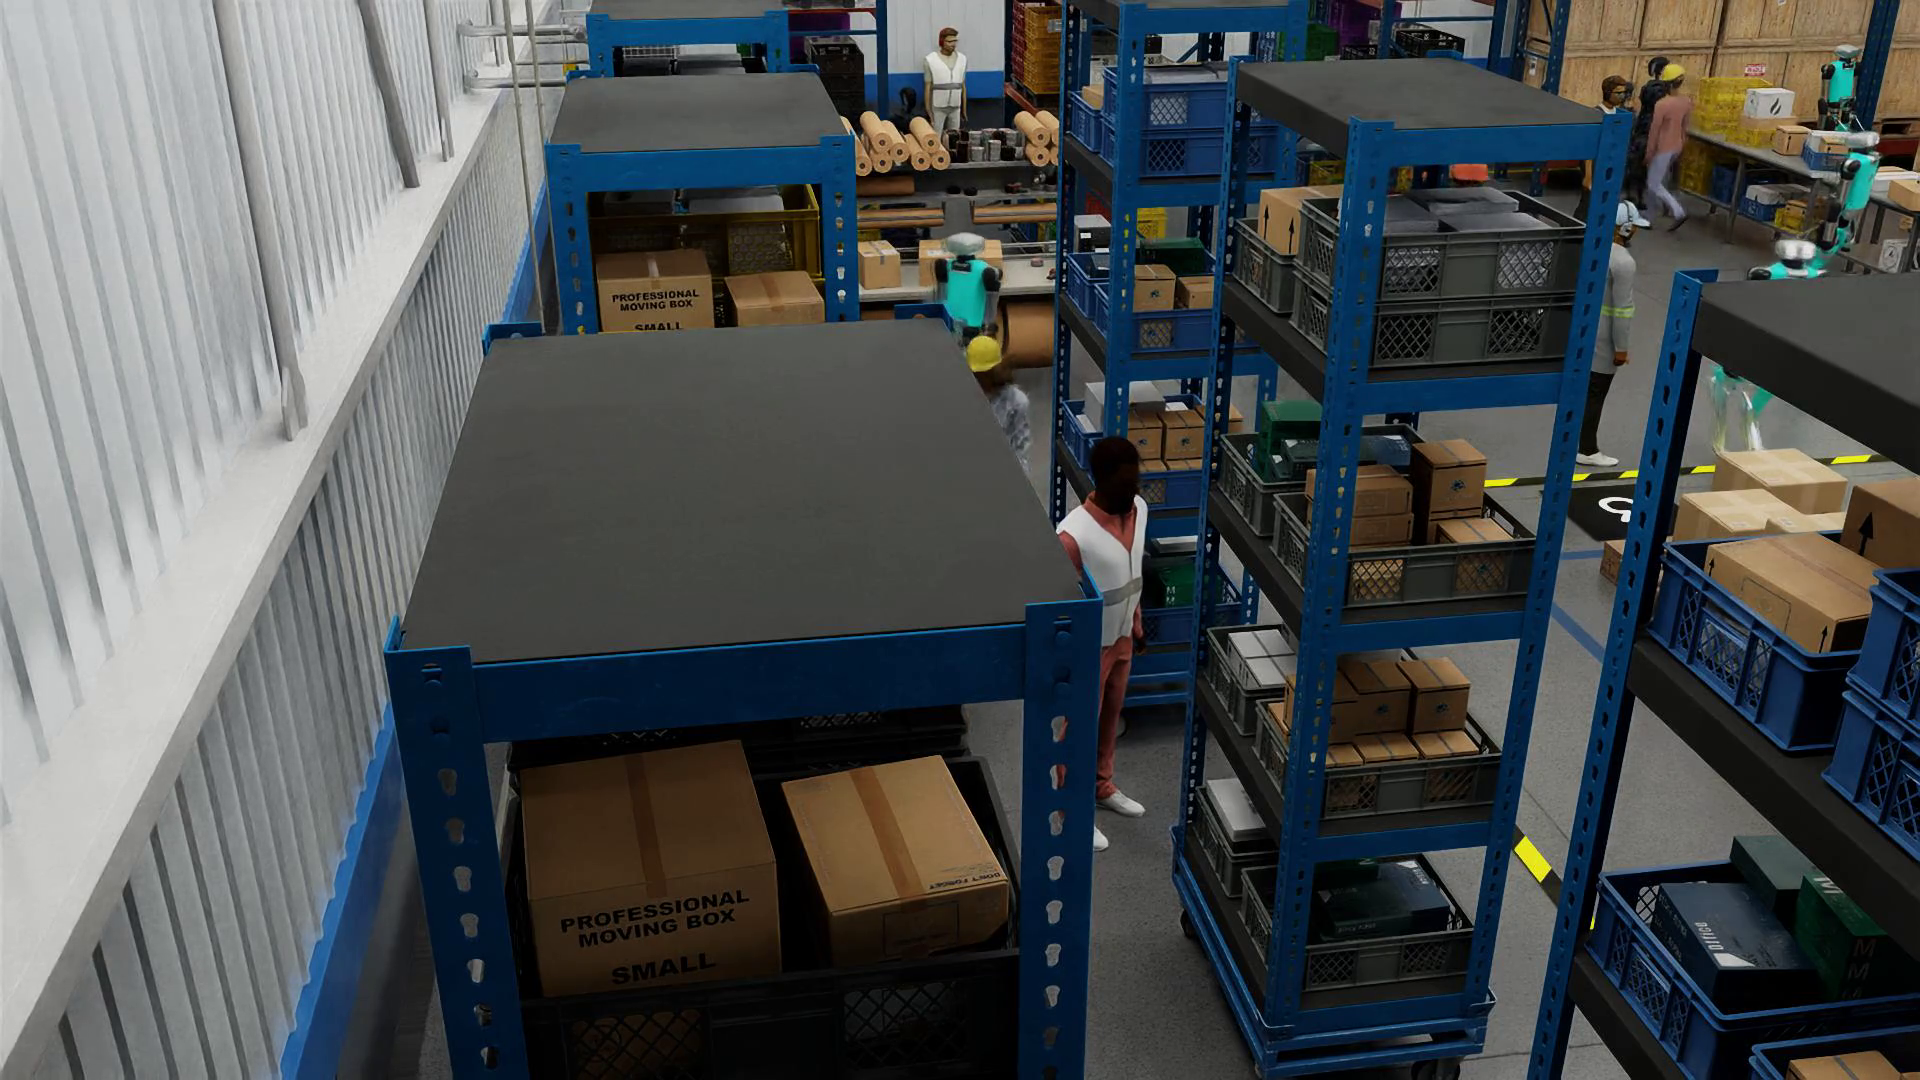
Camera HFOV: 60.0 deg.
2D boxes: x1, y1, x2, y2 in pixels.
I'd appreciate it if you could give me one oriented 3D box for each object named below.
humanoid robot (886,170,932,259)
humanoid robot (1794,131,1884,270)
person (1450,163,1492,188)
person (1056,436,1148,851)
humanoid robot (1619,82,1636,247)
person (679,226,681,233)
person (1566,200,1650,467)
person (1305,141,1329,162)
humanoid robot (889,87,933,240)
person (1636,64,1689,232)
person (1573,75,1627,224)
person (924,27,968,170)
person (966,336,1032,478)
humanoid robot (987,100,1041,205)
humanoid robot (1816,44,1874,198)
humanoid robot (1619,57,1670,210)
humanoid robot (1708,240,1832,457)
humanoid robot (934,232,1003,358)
[{"bbox_3d":[-0.416,-2.408,13.844,0.344,1.644,0.588,-16,29,-31],"label":"humanoid robot"},{"bbox_3d":[7.347,-2.595,14.284,0.542,1.873,0.745,-18,30,-34],"label":"humanoid robot"},{"bbox_3d":[3.808,-1.967,12.628,0.958,1.890,0.563,-5,25,-12],"label":"person"},{"bbox_3d":[0.624,0.437,7.375,0.392,1.920,0.592,17,30,33],"label":"person"},{"bbox_3d":[6.656,-3.870,17.078,0.613,1.627,0.757,-19,31,-35],"label":"humanoid robot"},{"bbox_3d":[-1.902,-1.269,11.155,0.321,1.861,0.500,-7,26,-16],"label":"person"},{"bbox_3d":[4.456,-1.426,11.505,0.386,1.852,0.586,-5,25,-10],"label":"person"},{"bbox_3d":[4.031,-4.559,18.344,0.470,1.826,0.646,2,25,5],"label":"person"},{"bbox_3d":[-0.481,-3.771,16.877,0.600,1.633,0.787,-16,29,-30],"label":"humanoid robot"},{"bbox_3d":[7.416,-4.058,17.357,0.543,1.737,0.621,-16,29,-32],"label":"person"},{"bbox_3d":[6.243,-3.621,16.302,0.332,1.836,0.506,21,32,38],"label":"person"},{"bbox_3d":[-0.172,-5.008,19.313,0.563,1.836,0.390,-14,28,-28],"label":"person"},{"bbox_3d":[0.139,-0.277,9.182,0.494,1.707,0.842,4,25,8],"label":"person"},{"bbox_3d":[0.682,-4.307,18.042,0.745,1.653,0.593,-4,25,-9],"label":"humanoid robot"},{"bbox_3d":[9.743,-4.527,18.218,0.533,1.681,0.735,-11,27,-23],"label":"humanoid robot"},{"bbox_3d":[7.550,-4.477,18.343,0.357,1.656,0.585,3,25,6],"label":"humanoid robot"},{"bbox_3d":[5.373,-1.237,11.238,0.545,1.735,0.942,1,25,2],"label":"humanoid robot"},{"bbox_3d":[-0.185,-1.075,10.899,0.553,1.760,0.976,20,32,37],"label":"humanoid robot"}]
